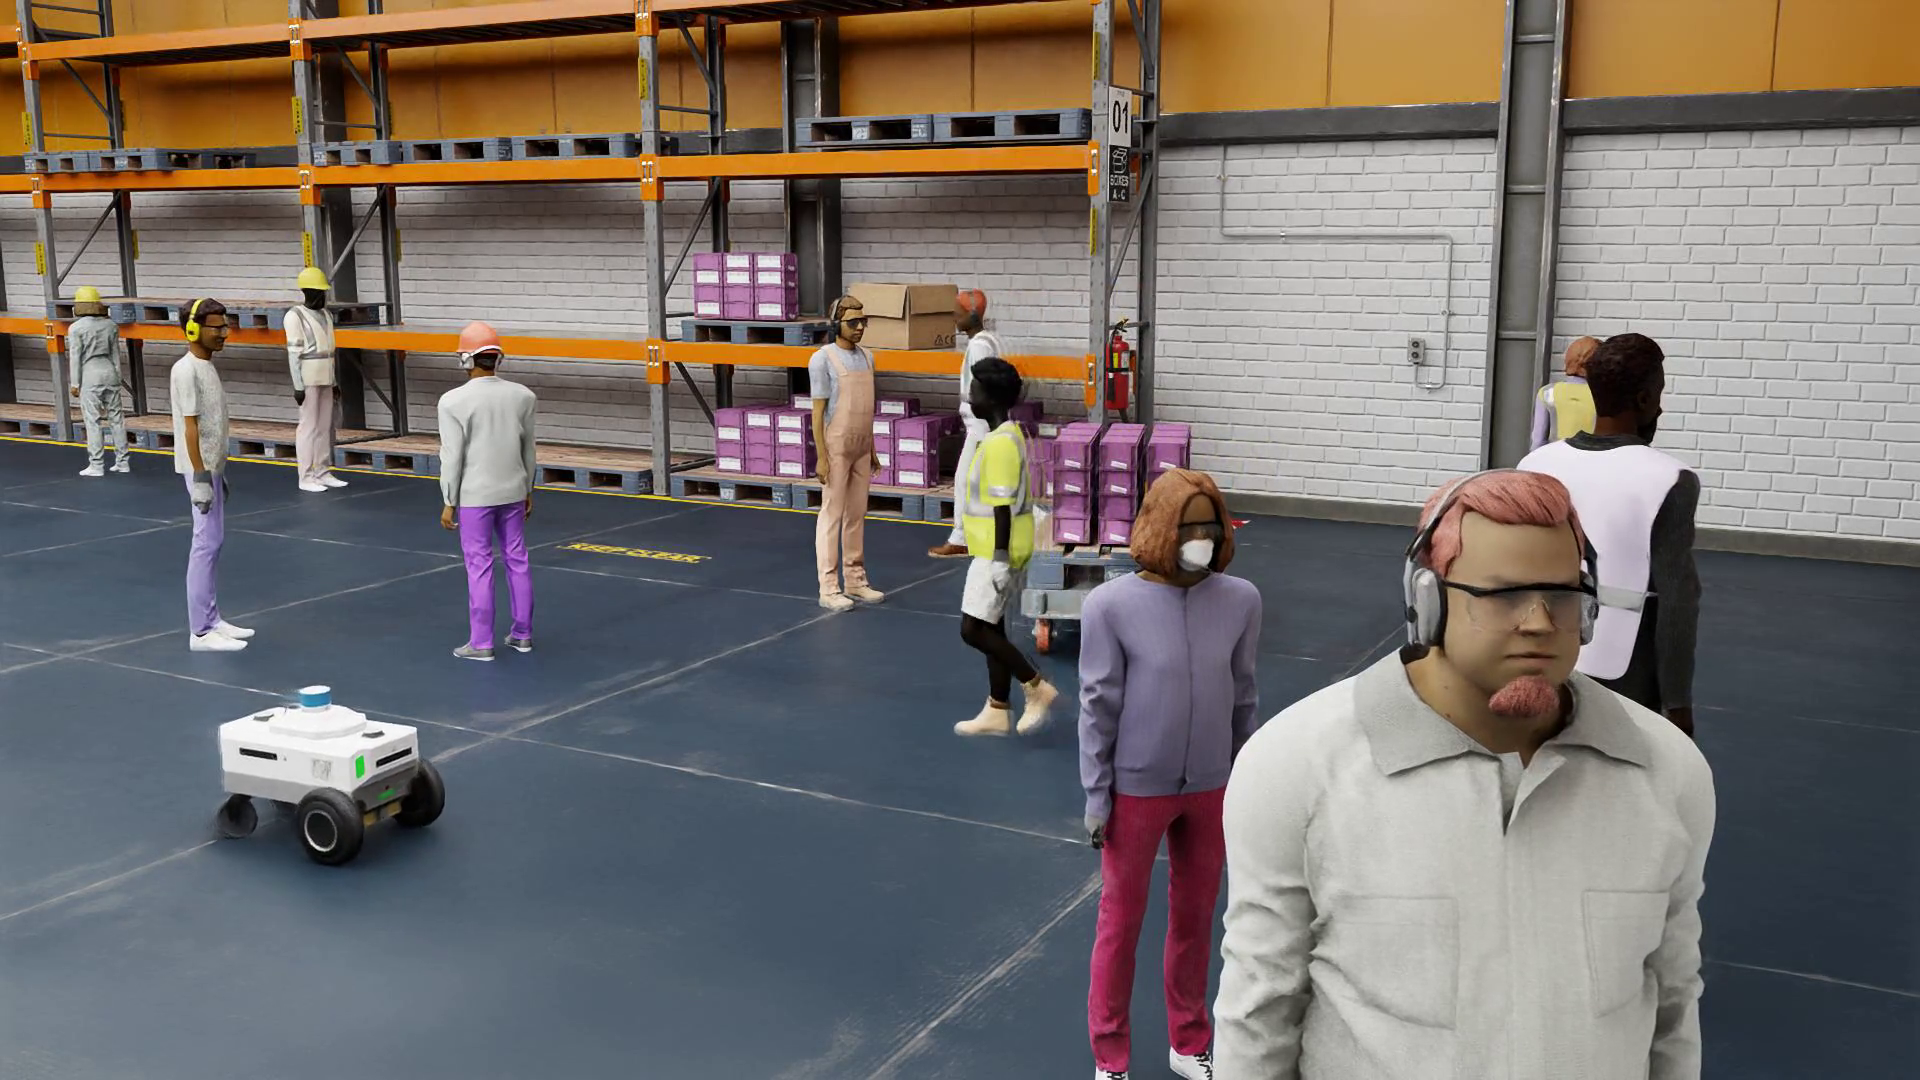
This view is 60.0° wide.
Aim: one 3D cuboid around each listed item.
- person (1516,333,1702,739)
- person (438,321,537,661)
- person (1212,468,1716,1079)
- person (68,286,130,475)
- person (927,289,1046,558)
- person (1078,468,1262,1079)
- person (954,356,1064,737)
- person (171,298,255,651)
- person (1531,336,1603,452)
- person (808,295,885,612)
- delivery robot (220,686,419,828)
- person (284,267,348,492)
[{"bbox_3d":[1.823,0.374,4.757,0.391,1.920,0.587,-6,12,-30],"label":"person"},{"bbox_3d":[-2.456,-0.253,8.647,0.328,1.752,0.563,9,13,39],"label":"person"},{"bbox_3d":[0.646,0.855,2.144,0.643,1.912,0.410,-1,10,-4],"label":"person"},{"bbox_3d":[-7.967,-1.464,15.333,0.314,1.739,0.485,6,12,29],"label":"person"},{"bbox_3d":[0.249,-0.762,11.210,0.863,1.850,0.623,0,10,2],"label":"person"},{"bbox_3d":[0.525,0.629,4.139,0.497,1.633,0.287,-4,11,-21],"label":"person"},{"bbox_3d":[0.176,0.052,7.161,0.404,1.680,0.544,0,10,1],"label":"person"},{"bbox_3d":[-3.997,-0.345,8.850,0.312,1.864,0.532,-3,11,-15],"label":"person"},{"bbox_3d":[3.447,-0.313,9.288,0.523,1.638,0.311,7,12,34],"label":"person"},{"bbox_3d":[-0.664,-0.512,9.813,0.340,1.845,0.512,8,13,37],"label":"person"},{"bbox_3d":[-2.328,0.775,6.043,0.707,0.478,0.477,5,11,23],"label":"delivery robot"},{"bbox_3d":[-5.550,-1.383,14.365,0.382,1.924,0.594,2,11,12],"label":"person"}]
